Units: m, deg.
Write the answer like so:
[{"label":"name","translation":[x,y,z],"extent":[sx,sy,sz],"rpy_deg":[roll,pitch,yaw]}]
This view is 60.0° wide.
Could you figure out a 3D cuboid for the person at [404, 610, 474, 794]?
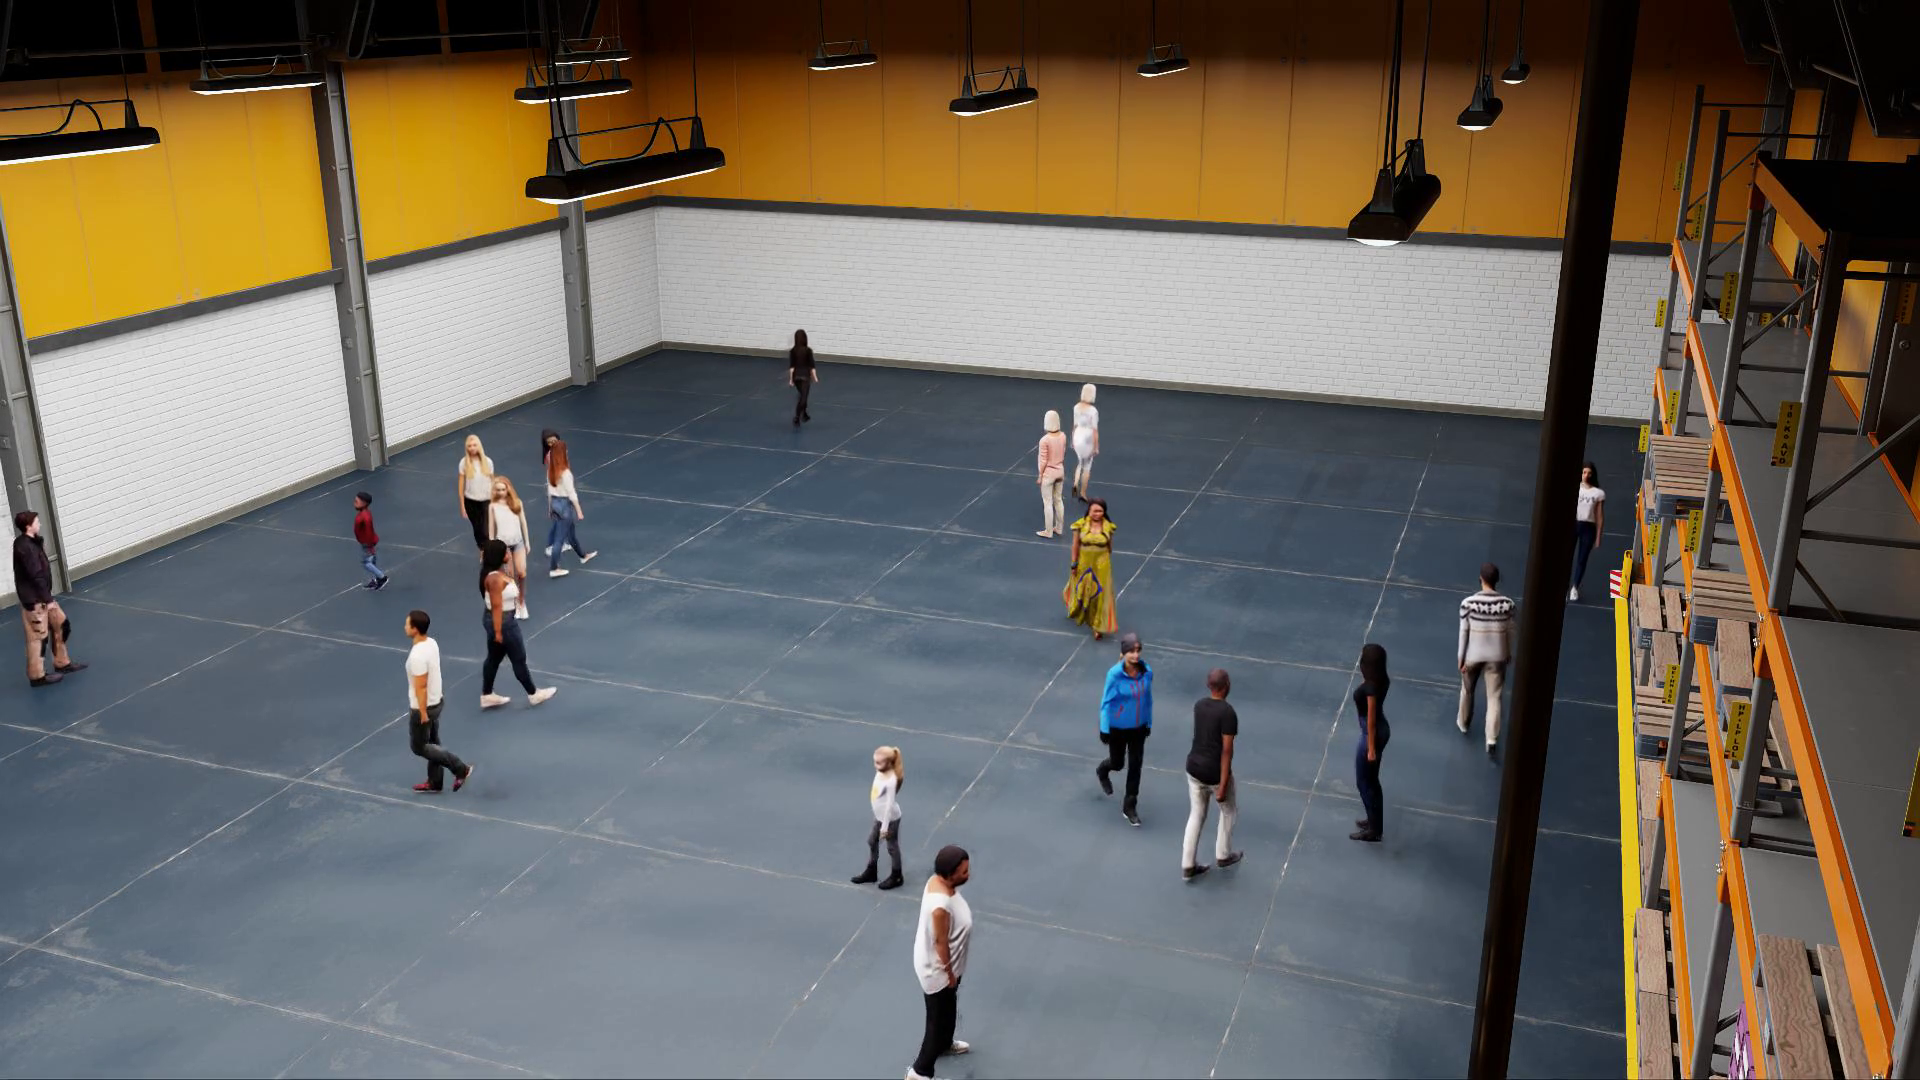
[{"label":"person","translation":[-4.736,1.482,15.035],"extent":[0.871,1.793,0.879],"rpy_deg":[0,19,0]}]

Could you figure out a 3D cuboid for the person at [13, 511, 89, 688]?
[{"label":"person","translation":[-9.750,0.634,17.373],"extent":[1.000,1.908,0.937],"rpy_deg":[-12,22,-32]}]

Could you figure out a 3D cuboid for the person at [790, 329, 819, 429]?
[{"label":"person","translation":[-2.649,-2.657,27.605],"extent":[0.581,1.615,1.029],"rpy_deg":[8,20,21]}]

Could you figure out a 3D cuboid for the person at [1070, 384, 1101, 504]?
[{"label":"person","translation":[1.714,-1.341,23.505],"extent":[0.702,1.738,0.737],"rpy_deg":[17,25,41]}]

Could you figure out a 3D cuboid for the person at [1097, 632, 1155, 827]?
[{"label":"person","translation":[1.435,1.615,14.665],"extent":[0.974,1.777,1.063],"rpy_deg":[-8,20,-22]}]

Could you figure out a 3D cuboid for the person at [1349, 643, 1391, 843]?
[{"label":"person","translation":[3.598,1.762,14.351],"extent":[0.808,1.699,0.565],"rpy_deg":[4,19,11]}]

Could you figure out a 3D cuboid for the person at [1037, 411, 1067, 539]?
[{"label":"person","translation":[1.226,-0.886,22.173],"extent":[0.614,1.725,0.738],"rpy_deg":[-16,25,-40]}]

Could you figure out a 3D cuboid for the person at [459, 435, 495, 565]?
[{"label":"person","translation":[-6.015,-0.447,20.798],"extent":[1.083,1.770,1.244],"rpy_deg":[-6,19,-17]}]

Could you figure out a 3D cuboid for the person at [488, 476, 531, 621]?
[{"label":"person","translation":[-5.237,0.062,19.326],"extent":[0.732,1.746,0.782],"rpy_deg":[-6,20,-18]}]

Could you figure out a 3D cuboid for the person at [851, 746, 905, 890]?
[{"label":"person","translation":[-0.542,2.251,13.573],"extent":[0.761,1.270,0.705],"rpy_deg":[-7,20,-20]}]

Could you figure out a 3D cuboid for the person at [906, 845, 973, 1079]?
[{"label":"person","translation":[-0.100,2.830,11.207],"extent":[0.954,1.683,0.771],"rpy_deg":[0,19,0]}]

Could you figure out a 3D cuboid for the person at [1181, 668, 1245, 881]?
[{"label":"person","translation":[2.014,1.969,13.653],"extent":[1.039,1.752,0.935],"rpy_deg":[-11,21,-29]}]

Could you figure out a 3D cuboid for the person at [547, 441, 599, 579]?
[{"label":"person","translation":[-5.015,-0.361,20.652],"extent":[1.093,1.701,0.891],"rpy_deg":[-17,25,-41]}]

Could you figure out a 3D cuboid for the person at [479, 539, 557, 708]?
[{"label":"person","translation":[-4.737,0.883,16.834],"extent":[1.079,1.781,1.024],"rpy_deg":[-8,20,-22]}]

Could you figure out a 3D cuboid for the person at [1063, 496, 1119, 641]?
[{"label":"person","translation":[1.475,0.278,18.852],"extent":[0.965,1.639,1.116],"rpy_deg":[-2,19,-5]}]

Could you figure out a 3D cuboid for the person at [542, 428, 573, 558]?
[{"label":"person","translation":[-5.228,-0.667,21.537],"extent":[0.824,1.716,0.658],"rpy_deg":[-6,20,-17]}]

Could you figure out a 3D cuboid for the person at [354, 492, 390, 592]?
[{"label":"person","translation":[-7.142,0.012,20.258],"extent":[0.683,1.246,0.621],"rpy_deg":[-6,20,-18]}]

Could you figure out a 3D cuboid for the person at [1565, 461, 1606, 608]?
[{"label":"person","translation":[7.390,-0.096,19.790],"extent":[0.644,1.750,0.969],"rpy_deg":[7,20,21]}]

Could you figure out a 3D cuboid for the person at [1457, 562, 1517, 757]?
[{"label":"person","translation":[5.057,1.146,15.957],"extent":[0.801,1.842,1.186],"rpy_deg":[4,19,12]}]
